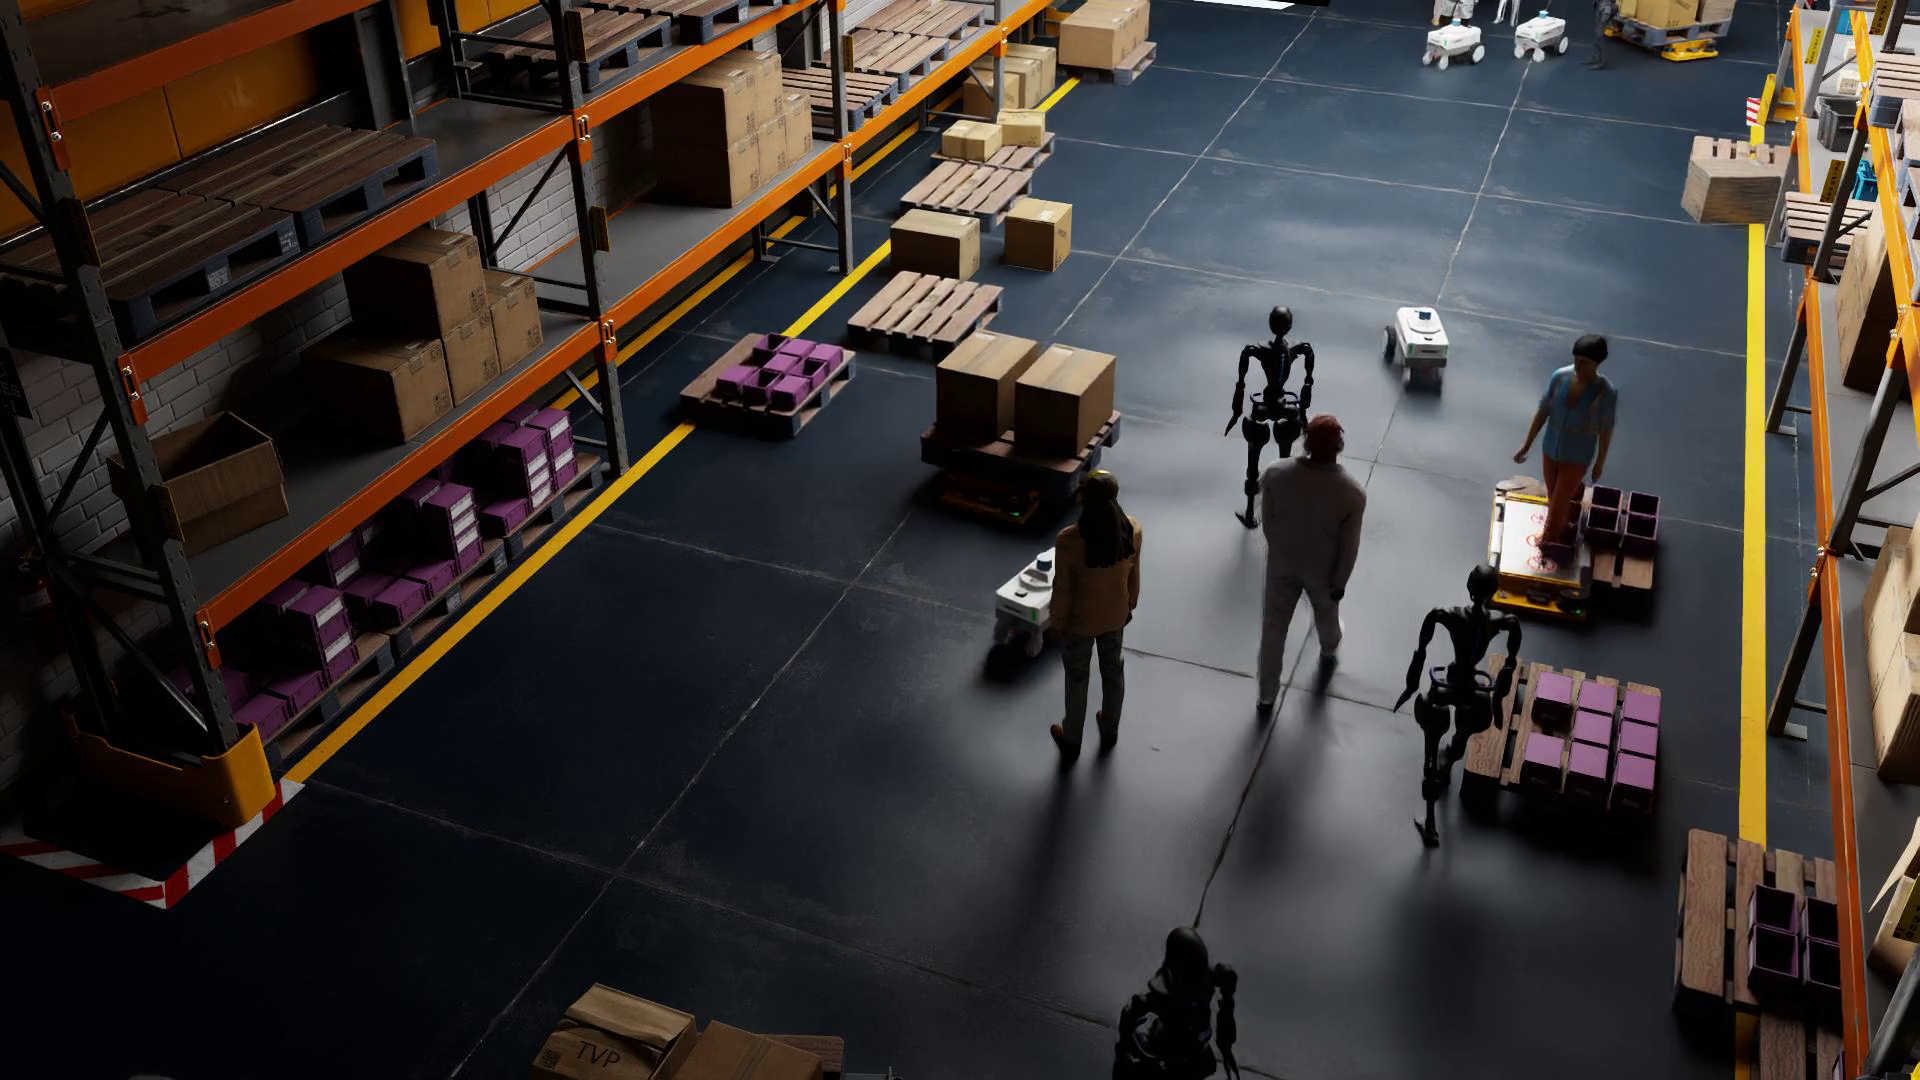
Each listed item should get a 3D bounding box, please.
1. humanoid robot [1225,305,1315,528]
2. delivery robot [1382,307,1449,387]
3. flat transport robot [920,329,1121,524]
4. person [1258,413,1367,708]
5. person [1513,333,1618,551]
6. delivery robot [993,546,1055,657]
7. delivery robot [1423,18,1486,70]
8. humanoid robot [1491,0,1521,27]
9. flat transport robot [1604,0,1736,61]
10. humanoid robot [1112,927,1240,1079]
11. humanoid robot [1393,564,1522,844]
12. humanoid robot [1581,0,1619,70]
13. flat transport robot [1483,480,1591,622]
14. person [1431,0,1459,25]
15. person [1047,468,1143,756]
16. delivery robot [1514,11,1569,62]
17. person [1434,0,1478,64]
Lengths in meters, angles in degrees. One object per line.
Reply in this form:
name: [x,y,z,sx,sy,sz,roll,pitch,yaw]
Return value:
humanoid robot: [2.168,-0.867,11.628,0.599,1.653,0.315,-2,33,-4]
delivery robot: [3.845,-1.662,13.889,0.499,0.582,0.773,2,33,3]
flat transport robot: [0.461,-0.591,12.507,0.659,0.231,1.431,15,36,22]
person: [2.098,0.070,10.027,0.634,1.853,0.949,13,35,19]
person: [4.013,-0.569,11.126,0.777,1.730,0.508,-25,40,-33]
delivery robot: [0.555,0.352,10.792,0.499,0.603,0.794,22,39,30]
delivery robot: [6.258,-6.309,21.076,0.769,0.577,0.499,-20,38,-28]
humanoid robot: [7.432,-7.755,22.304,0.540,1.864,0.661,26,41,34]
flat transport robot: [9.150,-6.569,21.758,0.659,0.231,1.431,-13,35,-19]
humanoid robot: [0.890,2.177,6.933,0.609,1.642,0.366,-13,35,-20]
humanoid robot: [2.678,0.817,9.054,0.590,1.629,0.722,3,33,4]
humanoid robot: [8.061,-6.720,20.692,0.354,1.653,0.596,0,33,1]
flat transport robot: [3.998,0.062,11.496,0.659,0.231,1.431,10,34,15]
person: [6.634,-7.805,22.279,0.480,1.777,0.308,9,34,14]
person: [0.768,0.425,9.457,0.554,1.877,0.409,-13,35,-19]
delivery robot: [7.471,-6.486,21.376,0.778,0.606,0.518,-27,41,-35]
person: [6.283,-6.864,20.900,0.532,1.693,0.320,22,39,30]
